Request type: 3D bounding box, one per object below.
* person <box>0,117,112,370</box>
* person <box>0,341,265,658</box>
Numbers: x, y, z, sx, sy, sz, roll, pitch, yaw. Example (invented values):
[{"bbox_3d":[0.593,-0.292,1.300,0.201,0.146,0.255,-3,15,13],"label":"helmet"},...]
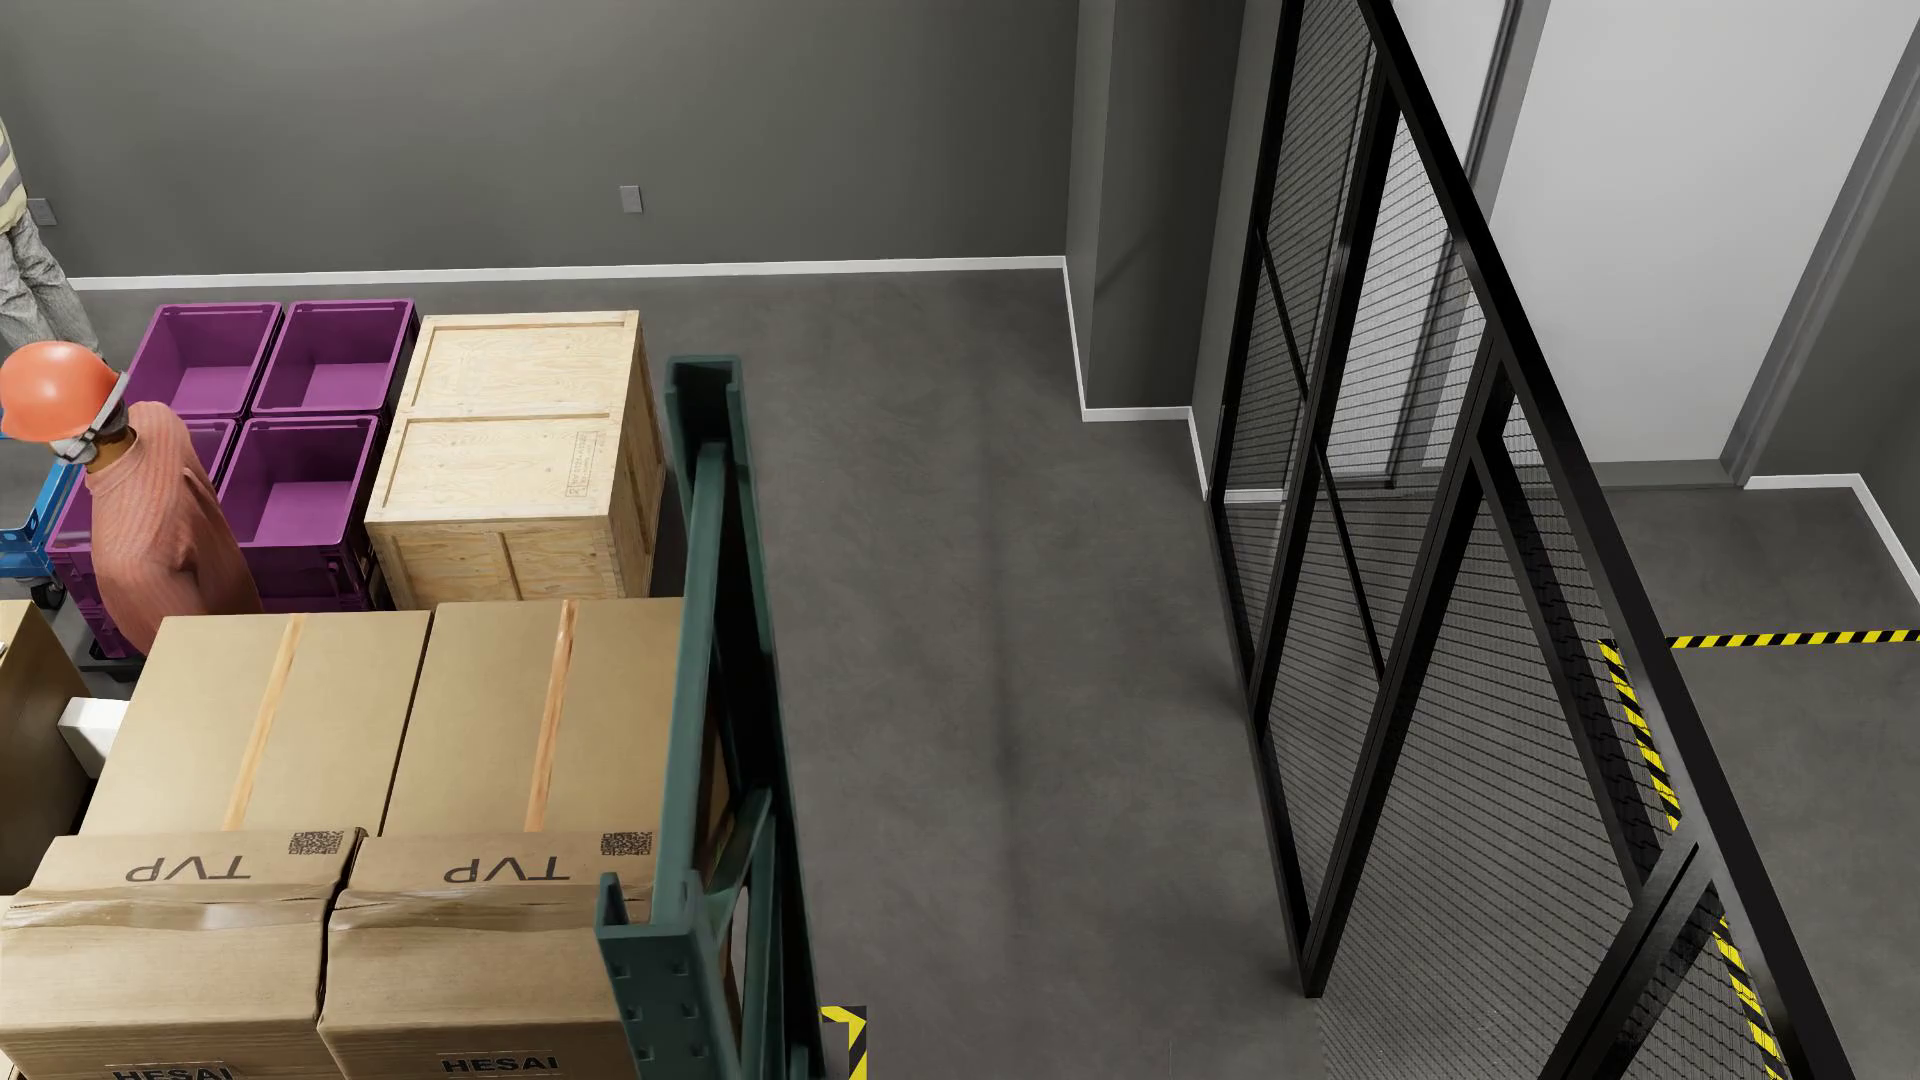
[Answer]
[{"bbox_3d":[-3.553,-1.190,5.965,0.404,1.830,0.600,1,46,1],"label":"person"},{"bbox_3d":[-2.050,0.255,4.480,0.388,1.985,0.622,-12,48,-12],"label":"person"}]
